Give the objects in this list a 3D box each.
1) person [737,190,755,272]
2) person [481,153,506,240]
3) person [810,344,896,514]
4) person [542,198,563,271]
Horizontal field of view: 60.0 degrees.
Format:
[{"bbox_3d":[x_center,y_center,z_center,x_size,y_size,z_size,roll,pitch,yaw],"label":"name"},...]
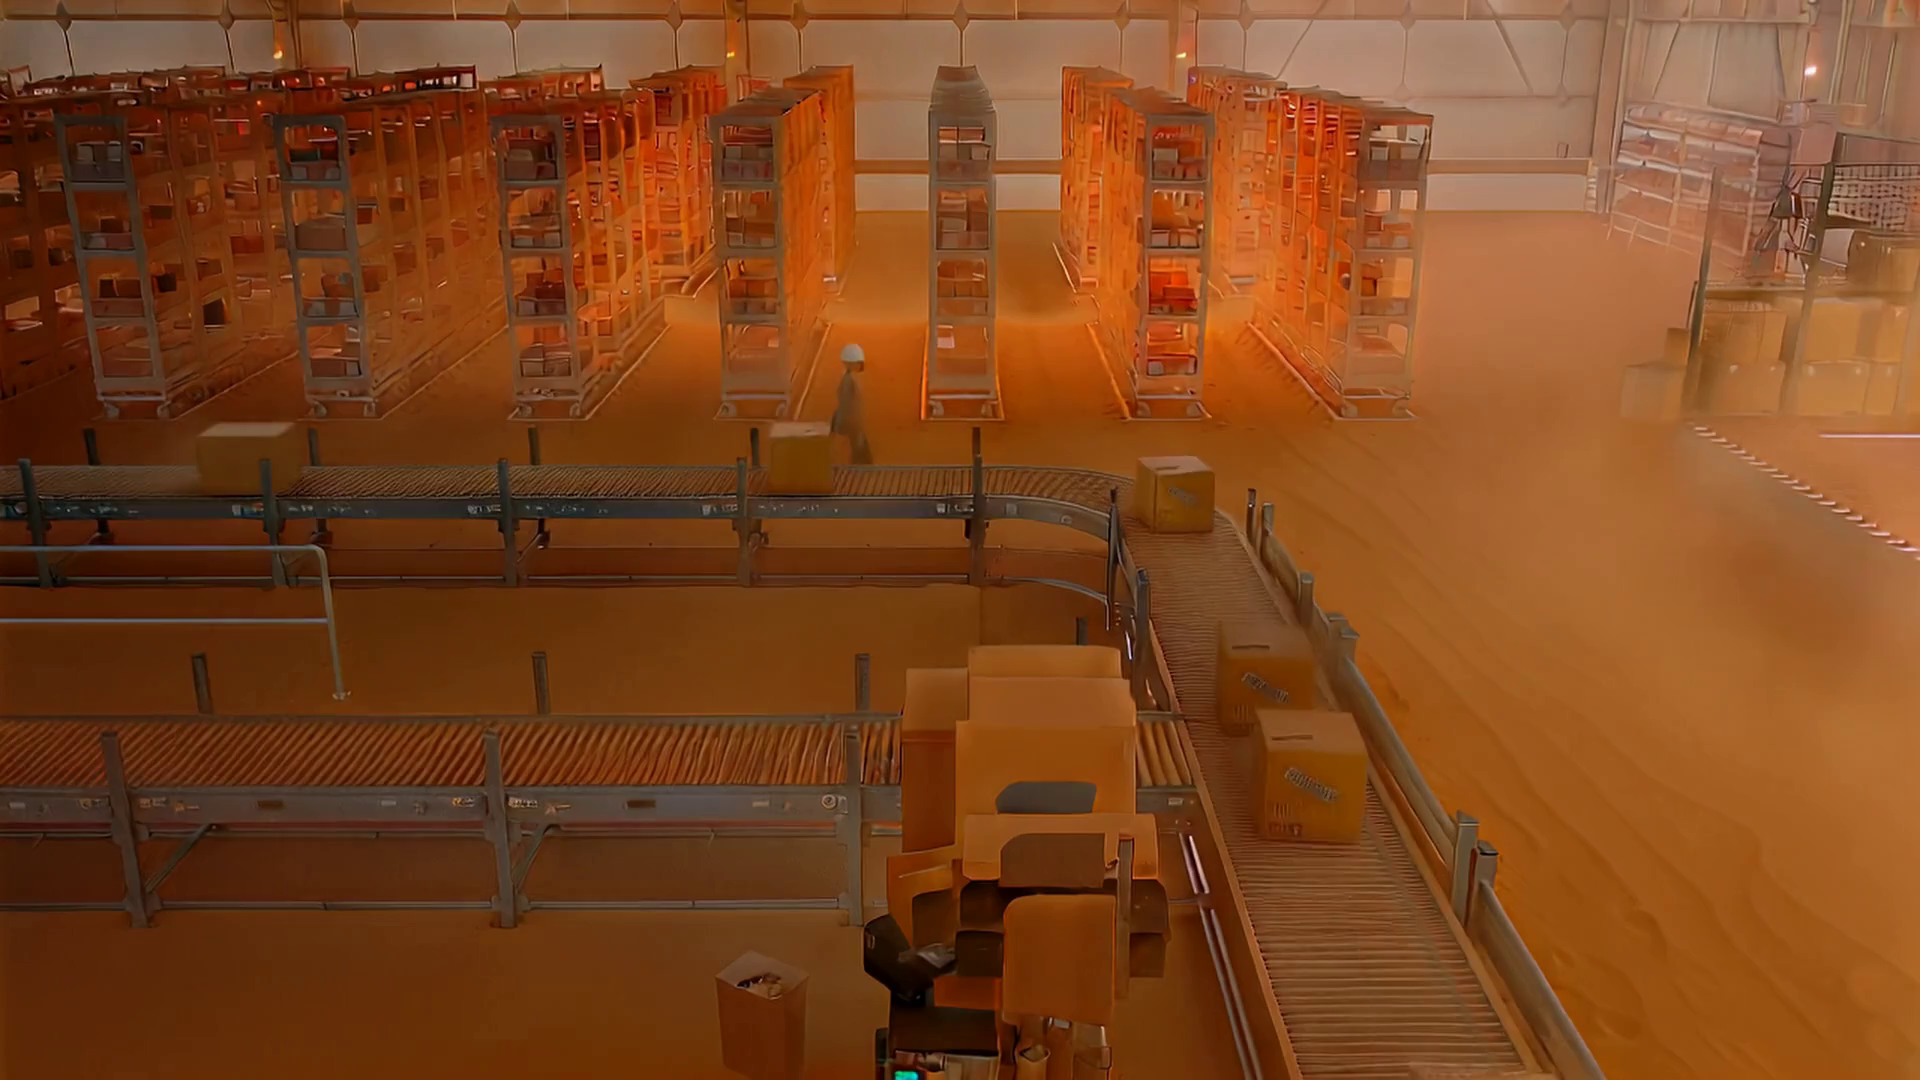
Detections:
[{"bbox_3d":[-3.922,-5.889,30.556,0.395,1.990,0.619,-4,18,-13],"label":"person"},{"bbox_3d":[-9.792,-7.186,34.857,0.945,1.807,0.580,-5,19,-14],"label":"person"},{"bbox_3d":[-1.098,-1.033,16.049,0.919,1.734,0.531,1,18,4],"label":"person"},{"bbox_3d":[-6.459,-4.584,26.791,0.586,1.835,0.404,-6,19,-17],"label":"person"}]
